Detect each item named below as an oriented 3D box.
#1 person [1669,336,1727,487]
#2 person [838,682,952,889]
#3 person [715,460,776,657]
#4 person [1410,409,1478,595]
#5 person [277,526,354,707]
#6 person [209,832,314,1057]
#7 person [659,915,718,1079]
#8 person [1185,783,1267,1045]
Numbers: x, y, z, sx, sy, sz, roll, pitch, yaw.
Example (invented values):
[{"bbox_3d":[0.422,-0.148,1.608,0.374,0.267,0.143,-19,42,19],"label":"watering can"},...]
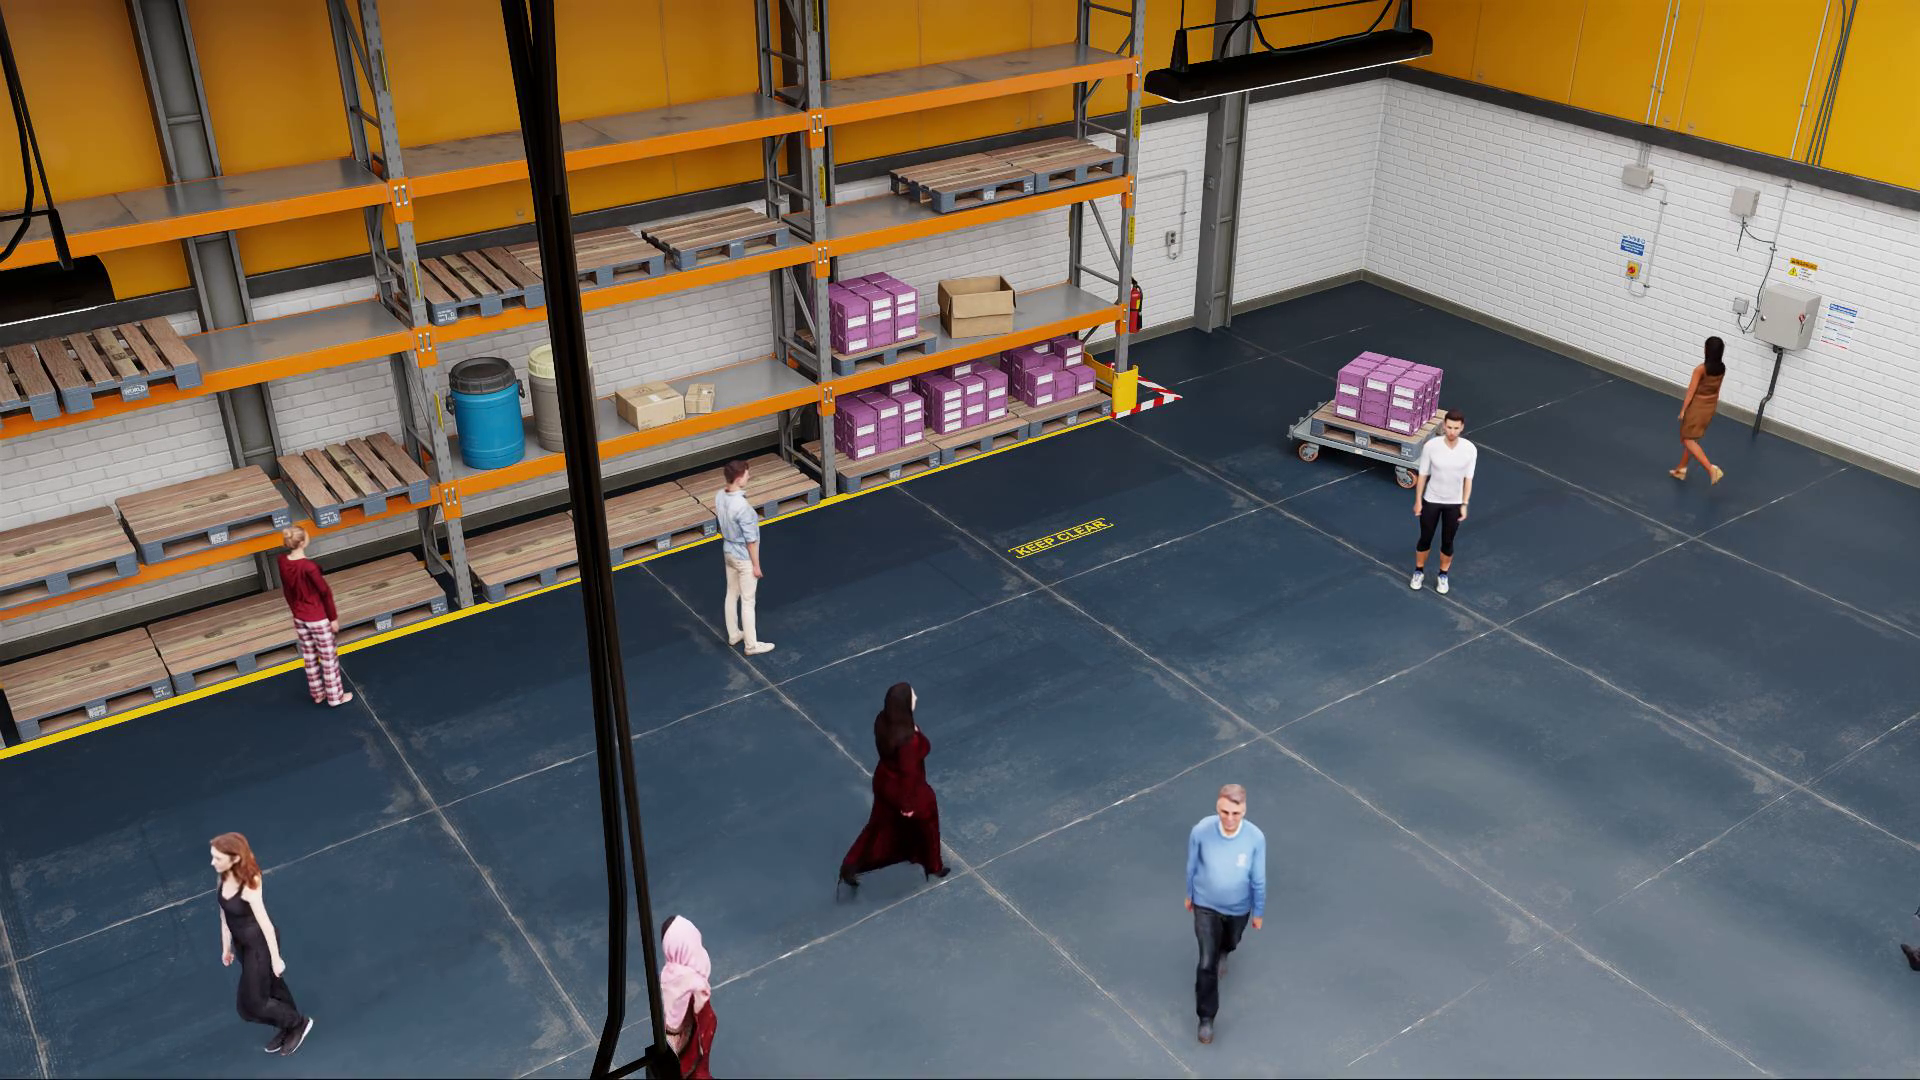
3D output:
[{"bbox_3d":[7.835,-1.304,17.504,0.876,1.669,0.681,-14,32,-24],"label":"person"},{"bbox_3d":[-0.513,1.799,11.758,1.098,1.723,0.735,-15,32,-25],"label":"person"},{"bbox_3d":[-1.944,0.142,14.666,0.570,1.847,0.663,-22,35,-34],"label":"person"},{"bbox_3d":[4.543,-0.382,15.625,0.738,1.848,0.792,6,29,10],"label":"person"},{"bbox_3d":[-5.431,0.623,13.940,0.677,1.697,0.674,12,31,21],"label":"person"},{"bbox_3d":[-4.343,2.496,10.467,0.648,1.736,0.710,23,36,35],"label":"person"},{"bbox_3d":[-1.537,2.905,9.832,0.916,1.625,0.857,5,29,9],"label":"person"},{"bbox_3d":[1.720,2.286,10.804,1.165,1.782,1.214,4,29,8],"label":"person"}]
